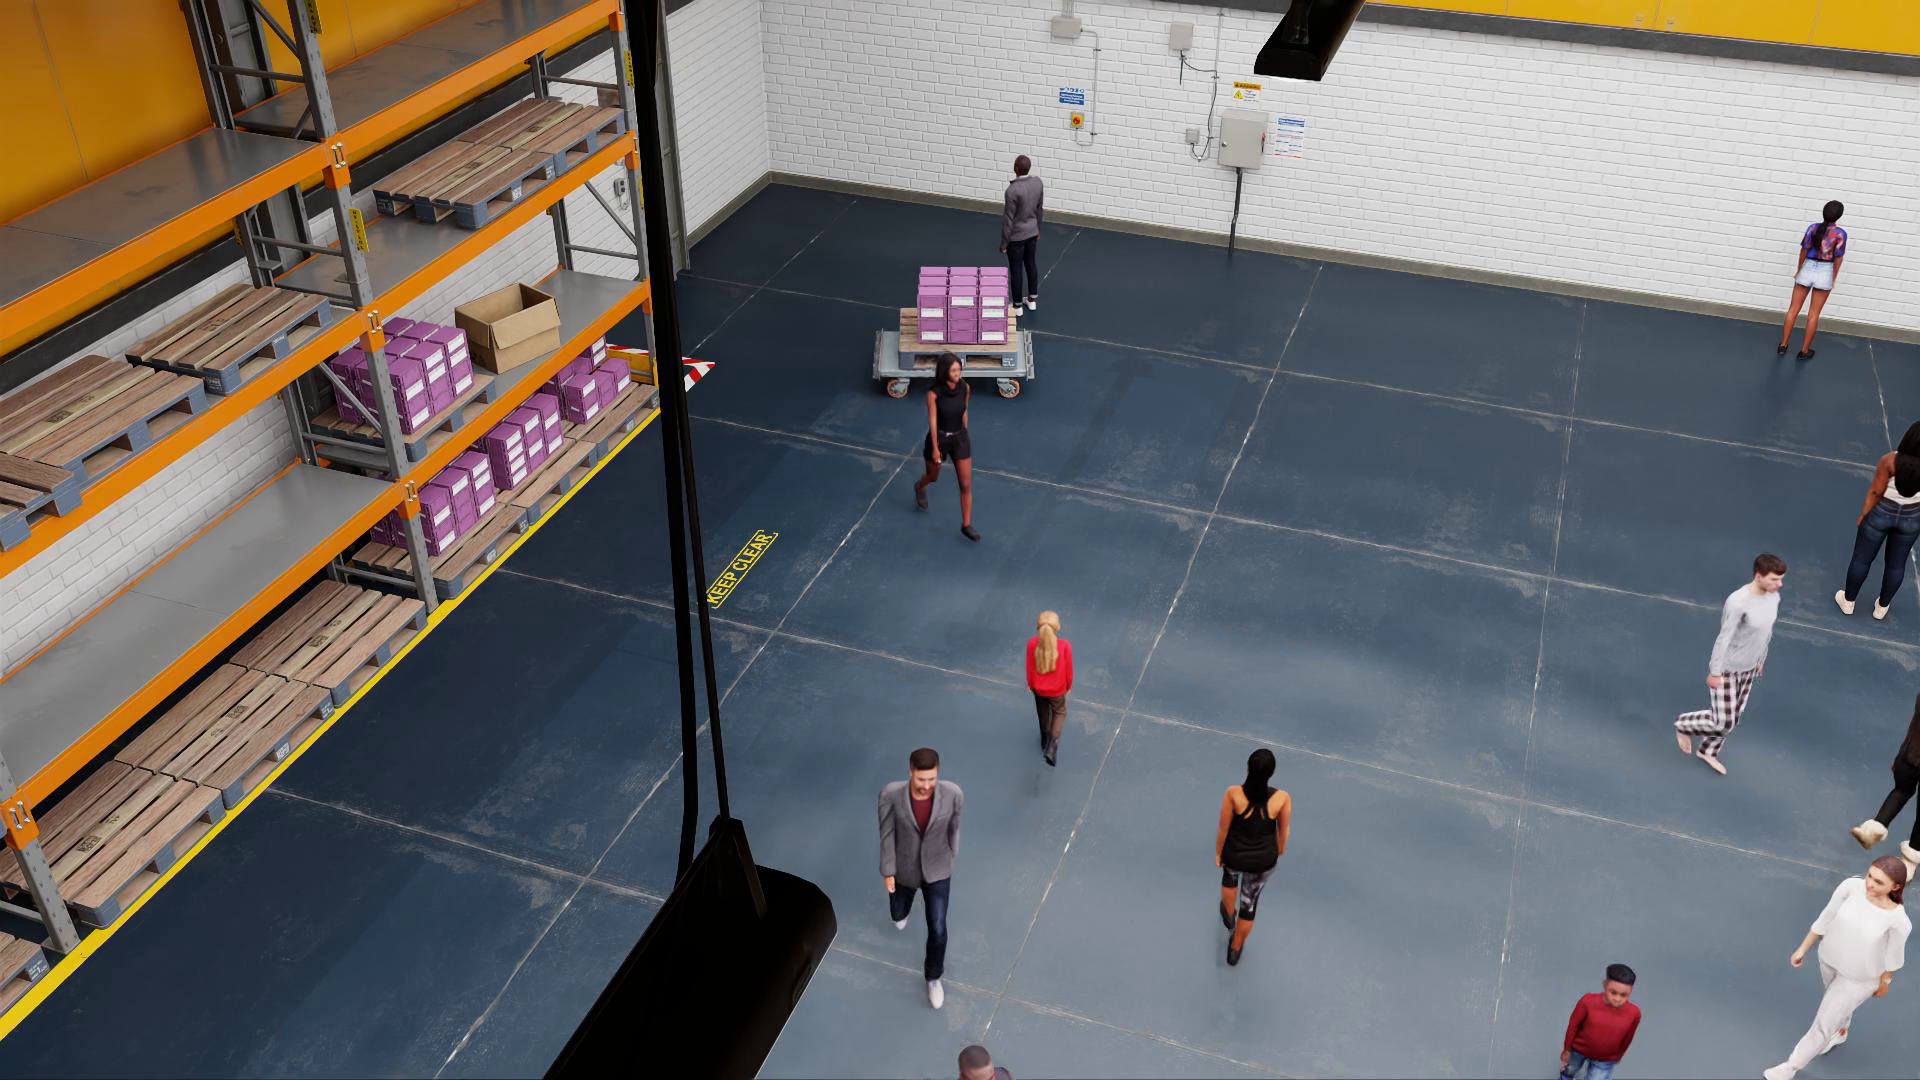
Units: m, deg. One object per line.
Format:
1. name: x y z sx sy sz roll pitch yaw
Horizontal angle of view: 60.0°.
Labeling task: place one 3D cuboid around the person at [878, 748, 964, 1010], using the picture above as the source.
1. person: -0.267 1.961 10.246 0.964 1.846 1.203 -3 34 -4

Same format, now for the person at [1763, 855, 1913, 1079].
1. person: 5.235 2.448 9.690 1.080 1.650 1.024 -15 36 -21

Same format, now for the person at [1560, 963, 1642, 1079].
1. person: 3.609 2.834 9.473 0.516 1.246 0.817 12 36 18

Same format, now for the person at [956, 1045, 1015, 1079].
1. person: 0.006 3.152 8.488 1.021 1.809 1.063 -16 37 -23

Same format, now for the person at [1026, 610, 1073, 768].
1. person: 0.635 1.091 12.077 0.570 1.268 0.798 6 34 8

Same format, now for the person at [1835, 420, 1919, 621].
1. person: 7.565 -0.166 13.479 0.622 1.809 0.577 11 35 17

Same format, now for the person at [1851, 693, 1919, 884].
1. person: 6.343 1.559 11.018 0.863 1.661 0.754 13 36 19

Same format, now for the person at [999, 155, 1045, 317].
1. person: 0.692 -3.344 18.252 0.747 1.817 0.865 -22 39 -29

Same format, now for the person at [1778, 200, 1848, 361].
1. person: 8.941 -2.734 17.405 0.657 1.741 0.644 28 43 35

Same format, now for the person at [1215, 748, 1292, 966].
1. person: 1.801 2.004 10.360 0.682 1.648 0.828 5 34 8

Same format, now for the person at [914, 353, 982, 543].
1. person: -0.163 -0.859 14.612 1.112 1.709 1.132 -16 37 -23

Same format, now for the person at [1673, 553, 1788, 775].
1. person: 5.494 0.842 11.935 0.834 1.839 0.893 -15 37 -22
